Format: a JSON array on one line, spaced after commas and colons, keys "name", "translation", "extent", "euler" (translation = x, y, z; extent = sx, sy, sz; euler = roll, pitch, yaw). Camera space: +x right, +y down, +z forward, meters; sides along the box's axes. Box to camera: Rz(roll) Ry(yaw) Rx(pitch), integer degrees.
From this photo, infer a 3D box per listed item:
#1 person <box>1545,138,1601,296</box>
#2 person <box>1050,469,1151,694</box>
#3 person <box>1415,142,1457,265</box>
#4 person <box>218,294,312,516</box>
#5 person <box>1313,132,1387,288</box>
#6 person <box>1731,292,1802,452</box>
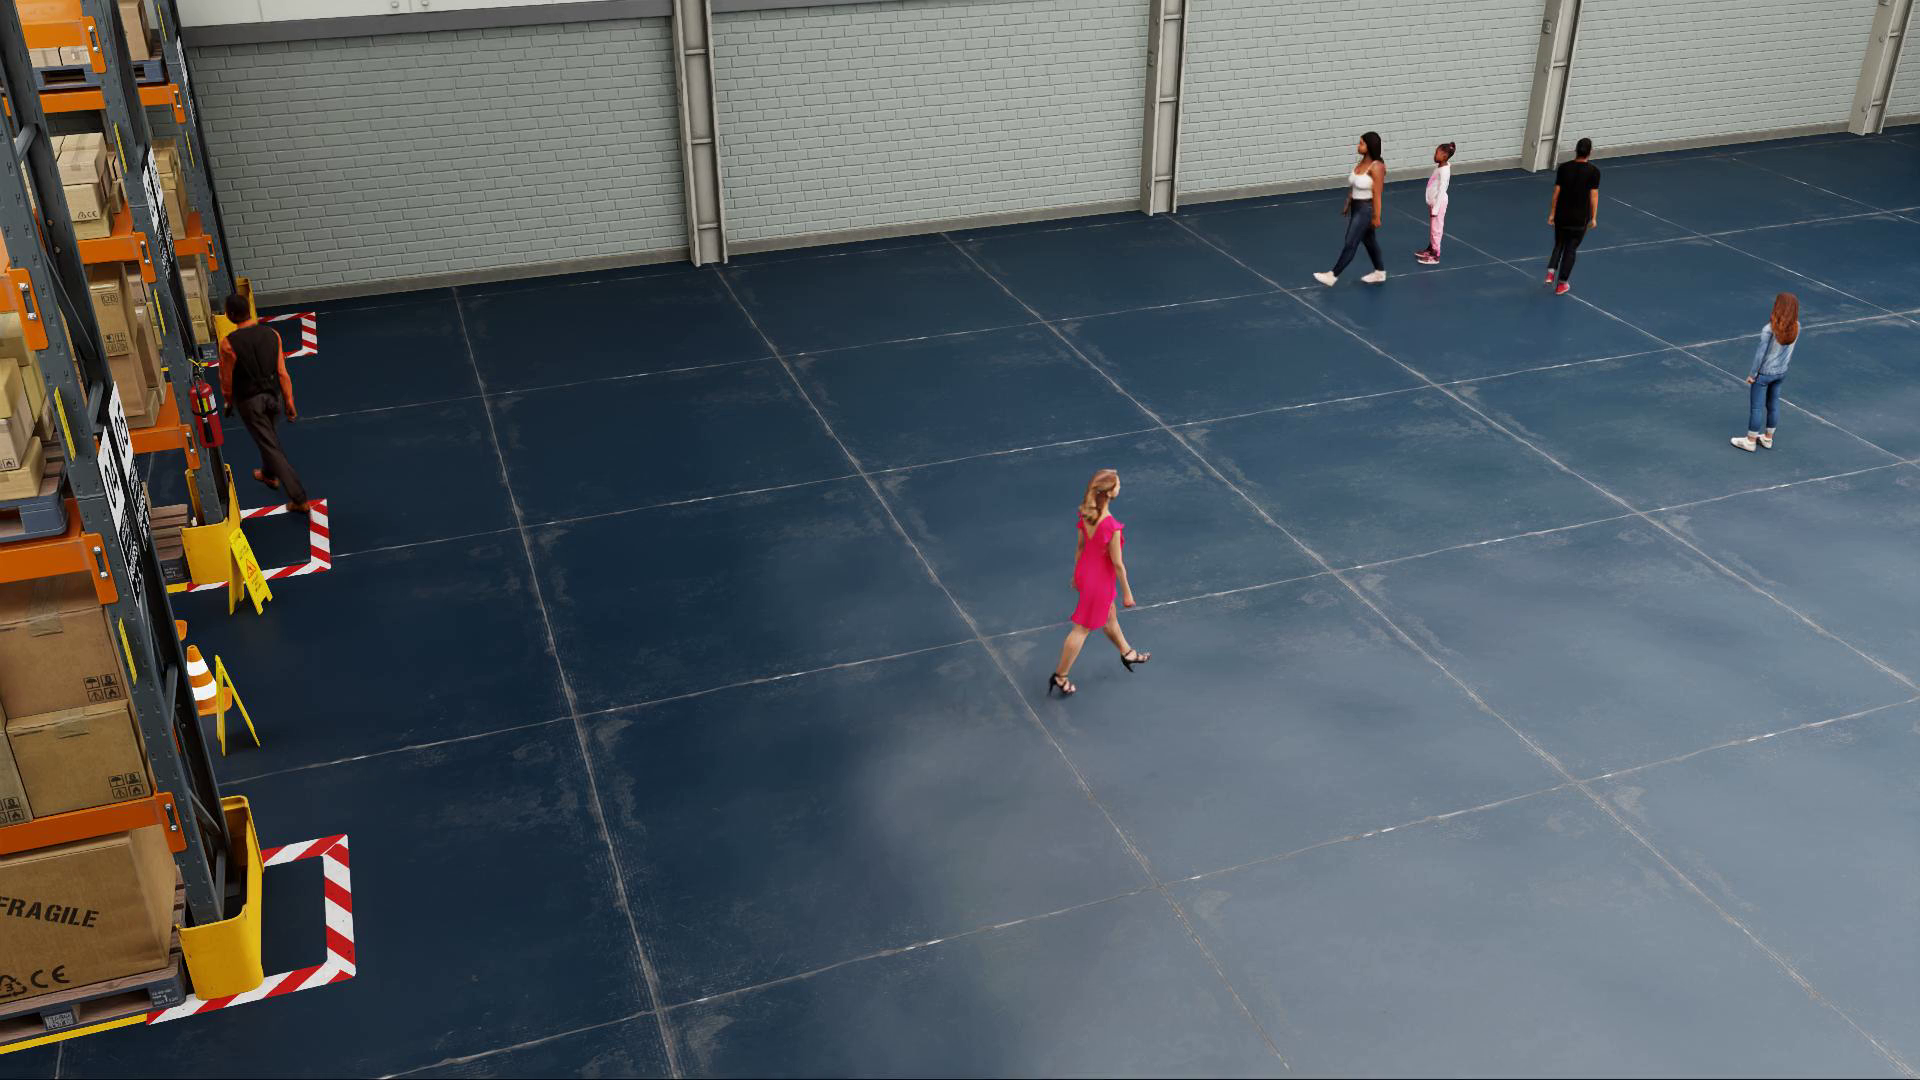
[{"name": "person", "translation": [6.845, -3.608, 18.676], "extent": [0.750, 1.747, 0.766], "euler": [23, 36, 36]}, {"name": "person", "translation": [0.843, 0.326, 11.350], "extent": [1.016, 1.690, 0.597], "euler": [-11, 30, -19]}, {"name": "person", "translation": [5.687, -4.026, 19.785], "extent": [0.630, 1.443, 0.616], "euler": [3, 28, 7]}, {"name": "person", "translation": [-5.748, -1.069, 13.796], "extent": [1.204, 1.852, 1.277], "euler": [20, 34, 33]}, {"name": "person", "translation": [4.679, -3.710, 18.852], "extent": [1.216, 1.762, 0.830], "euler": [-4, 28, -7]}, {"name": "person", "translation": [7.345, -1.524, 15.053], "extent": [0.410, 1.474, 0.609], "euler": [-10, 30, -18]}]
